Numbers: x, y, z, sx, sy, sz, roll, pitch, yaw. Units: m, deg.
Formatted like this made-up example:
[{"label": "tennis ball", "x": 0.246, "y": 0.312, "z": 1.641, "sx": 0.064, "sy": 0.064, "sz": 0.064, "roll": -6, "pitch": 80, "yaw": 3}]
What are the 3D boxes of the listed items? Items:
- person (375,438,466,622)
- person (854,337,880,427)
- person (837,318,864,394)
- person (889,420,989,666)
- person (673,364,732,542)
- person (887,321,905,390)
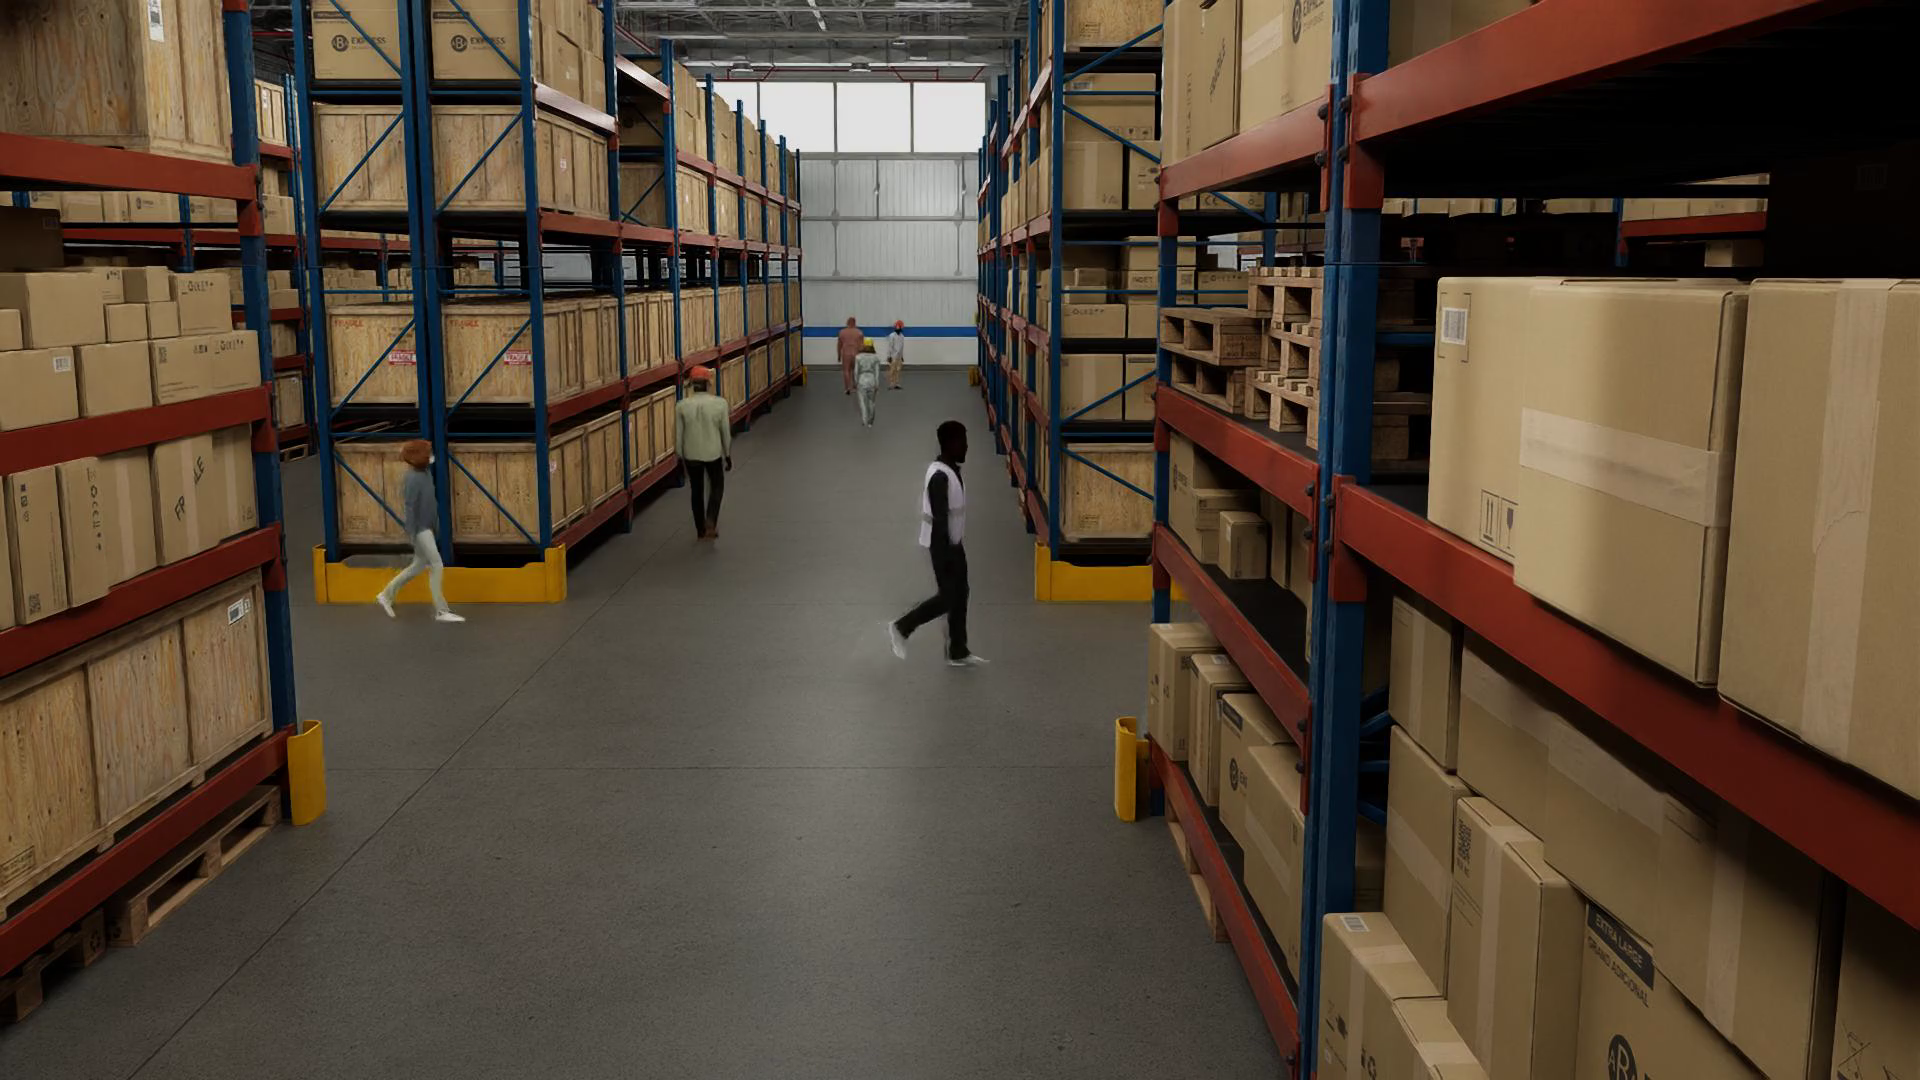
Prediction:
[{"label": "person", "x": -4.679, "y": -0.085, "z": 14.295, "sx": 0.752, "sy": 1.610, "sz": 0.508, "roll": 0, "pitch": 9, "yaw": -1}, {"label": "person", "x": -1.769, "y": -3.005, "z": 31.791, "sx": 0.498, "sy": 1.727, "sz": 0.472, "roll": -1, "pitch": 9, "yaw": -4}, {"label": "person", "x": -2.655, "y": -4.481, "z": 40.471, "sx": 0.637, "sy": 1.862, "sz": 1.009, "roll": -1, "pitch": 9, "yaw": -7}, {"label": "person", "x": -0.151, "y": 0.036, "z": 12.629, "sx": 0.678, "sy": 1.902, "sz": 0.607, "roll": 2, "pitch": 9, "yaw": 12}, {"label": "person", "x": -2.855, "y": -0.956, "z": 18.464, "sx": 0.655, "sy": 1.977, "sz": 0.435, "roll": -1, "pitch": 9, "yaw": -3}, {"label": "person", "x": -1.616, "y": -4.620, "z": 41.757, "sx": 0.363, "sy": 1.714, "sz": 0.678, "roll": 5, "pitch": 11, "yaw": 28}]
